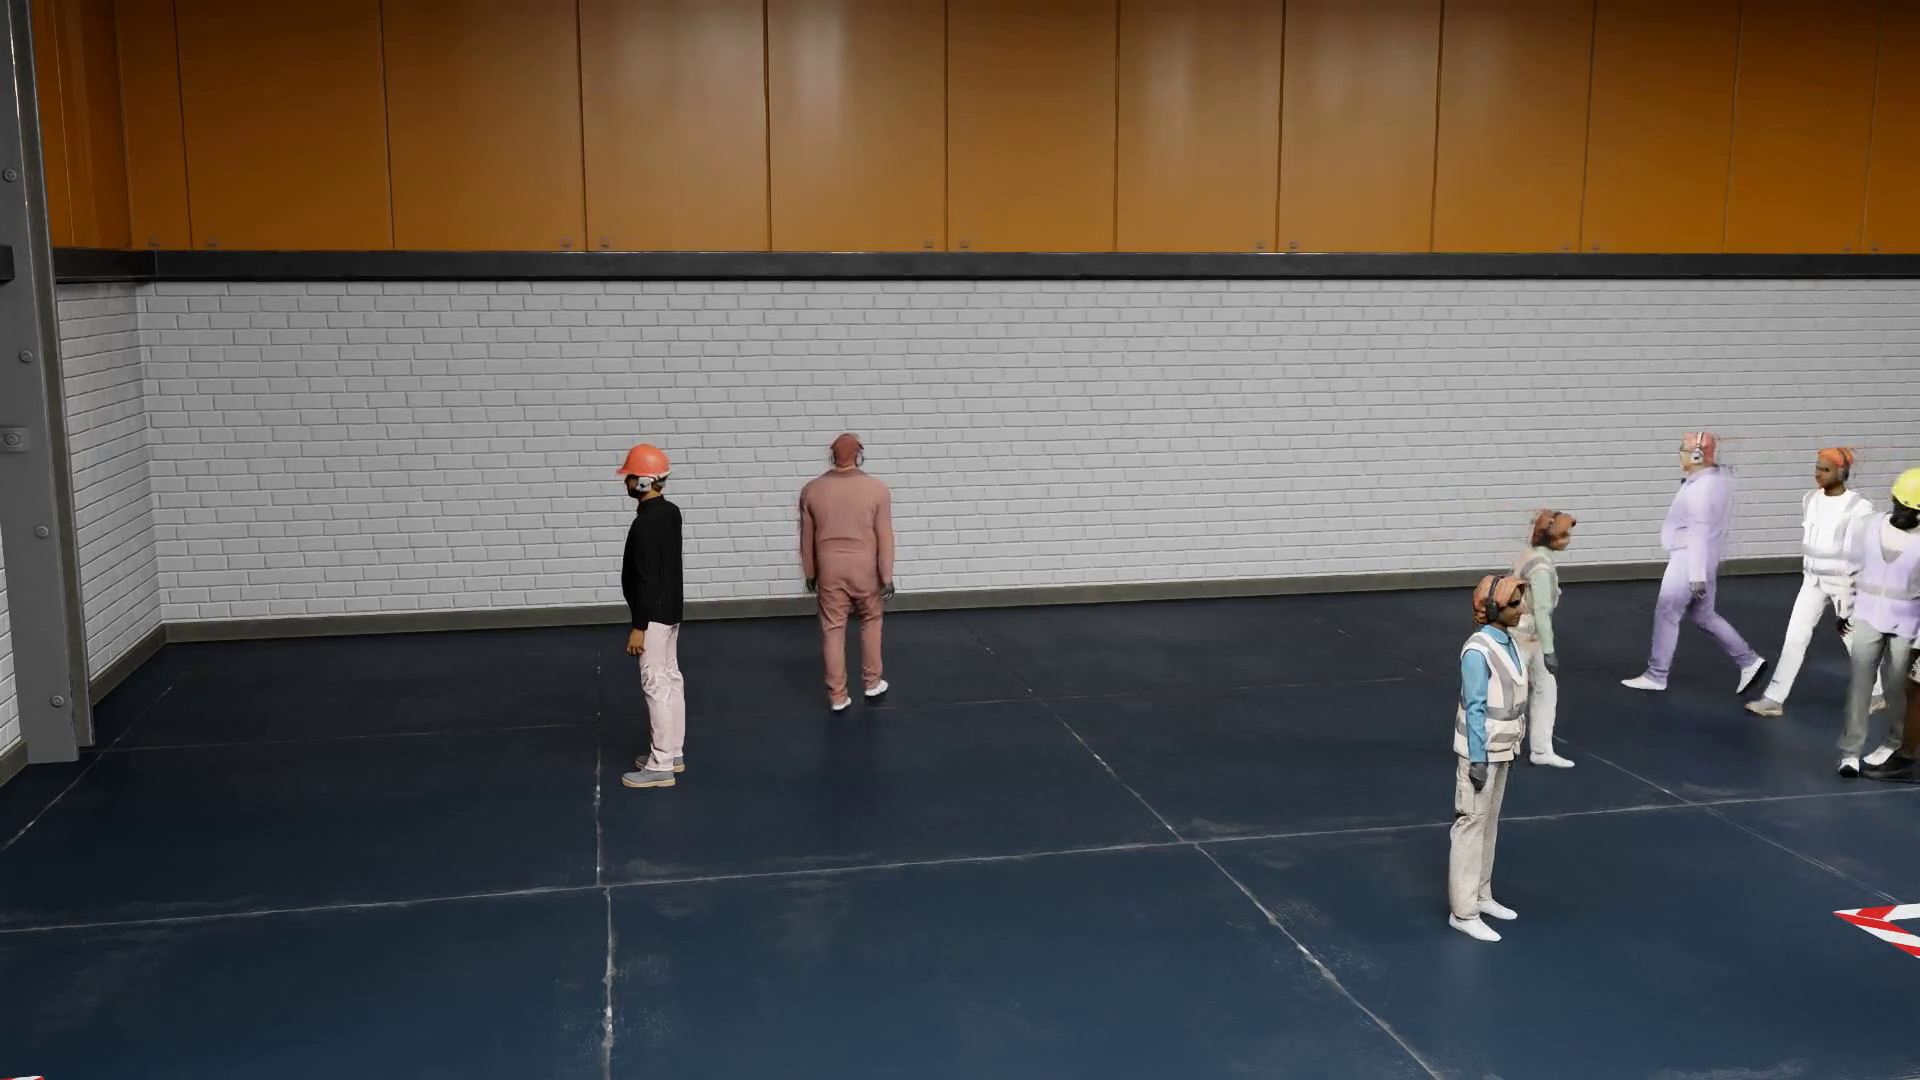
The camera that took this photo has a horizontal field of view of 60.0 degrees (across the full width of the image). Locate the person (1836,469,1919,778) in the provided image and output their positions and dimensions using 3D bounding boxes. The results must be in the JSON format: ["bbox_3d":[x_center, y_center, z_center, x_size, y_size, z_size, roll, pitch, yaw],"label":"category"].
[{"bbox_3d":[5.419,0.491,9.751,0.968,1.853,0.662,-8,12,-42],"label":"person"}]

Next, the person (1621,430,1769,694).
[{"bbox_3d":[5.197,0.168,11.650,0.863,1.881,0.647,7,12,36],"label":"person"}]

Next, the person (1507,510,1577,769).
[{"bbox_3d":[3.380,0.602,9.831,0.703,1.589,0.533,3,10,20],"label":"person"}]

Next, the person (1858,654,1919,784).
[{"bbox_3d":[5.744,0.503,9.526,0.875,1.914,0.552,5,11,28],"label":"person"}]

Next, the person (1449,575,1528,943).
[{"bbox_3d":[2.389,0.964,7.517,0.309,1.641,0.514,6,11,33],"label":"person"}]

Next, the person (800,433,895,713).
[{"bbox_3d":[-0.740,0.201,11.413,0.673,1.881,0.785,1,9,9],"label":"person"}]

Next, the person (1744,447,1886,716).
[{"bbox_3d":[5.808,0.289,11.088,1.031,1.827,0.595,-3,10,-16],"label":"person"}]

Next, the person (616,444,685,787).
[{"bbox_3d":[-1.786,0.434,9.667,0.375,1.997,0.609,1,9,5],"label":"person"}]
